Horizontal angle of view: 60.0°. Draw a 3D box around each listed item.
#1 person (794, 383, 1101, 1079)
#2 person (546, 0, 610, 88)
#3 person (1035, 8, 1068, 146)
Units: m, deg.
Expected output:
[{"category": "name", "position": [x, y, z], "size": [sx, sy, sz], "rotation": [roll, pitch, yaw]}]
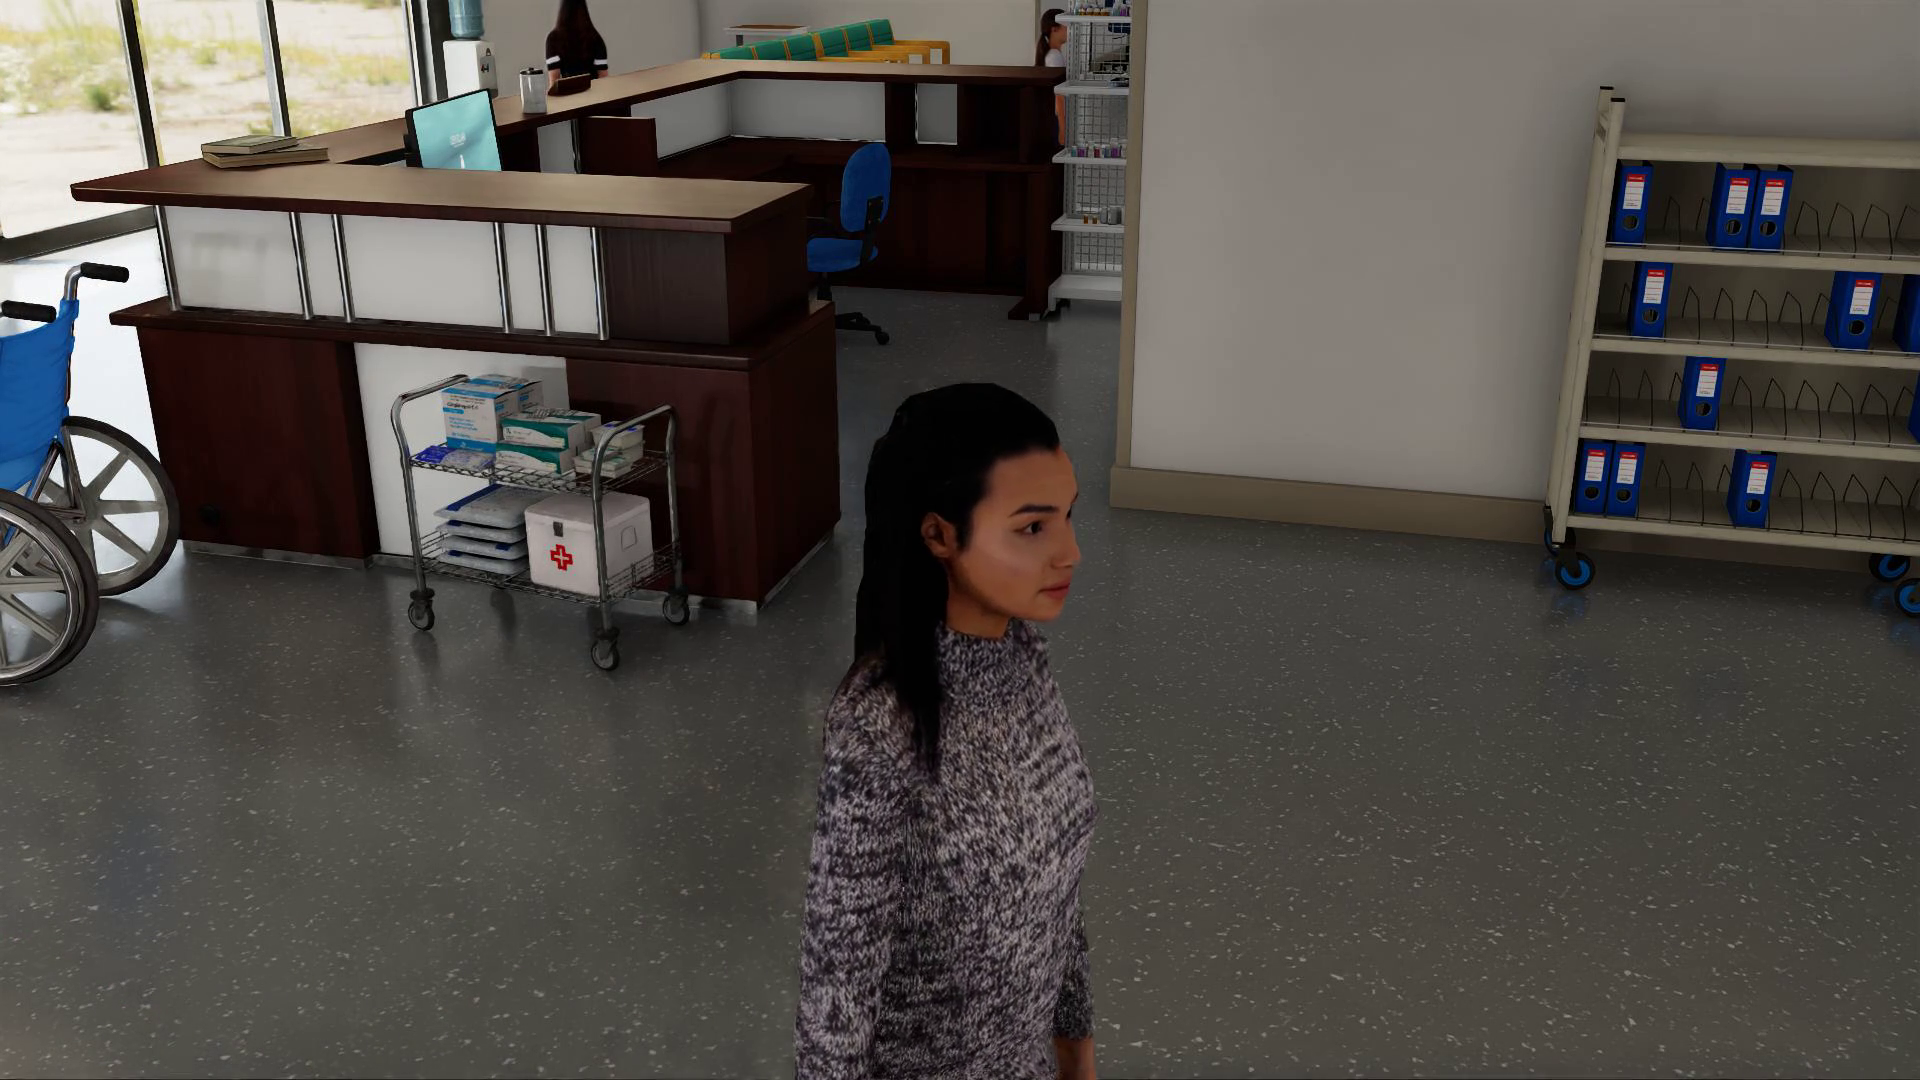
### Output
[{"category": "person", "position": [-0.087, 0.647, 2.021], "size": [0.672, 1.721, 0.702], "rotation": [10, 23, 24]}, {"category": "person", "position": [-2.853, -3.290, 12.529], "size": [0.647, 1.639, 0.754], "rotation": [-3, 21, -8]}, {"category": "person", "position": [0.651, -2.925, 11.674], "size": [0.625, 1.562, 0.611], "rotation": [-3, 21, -9]}]
